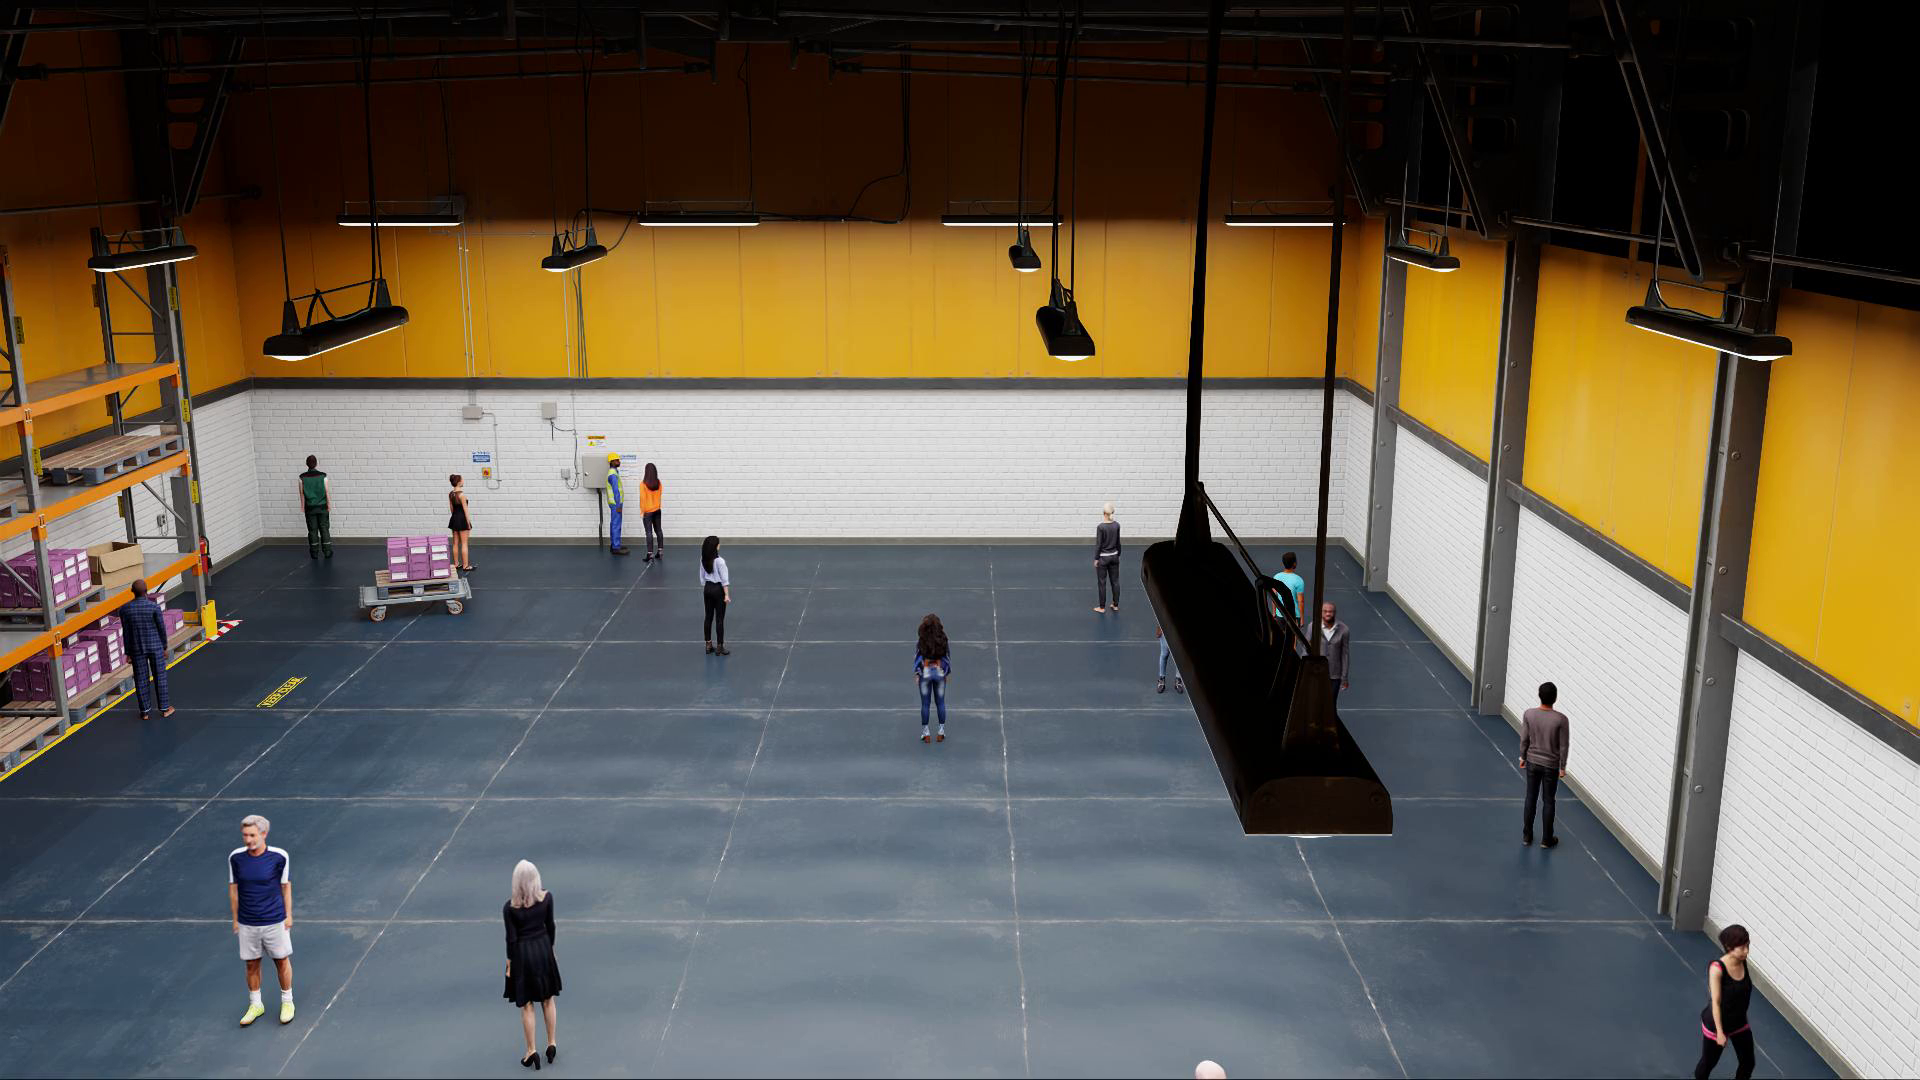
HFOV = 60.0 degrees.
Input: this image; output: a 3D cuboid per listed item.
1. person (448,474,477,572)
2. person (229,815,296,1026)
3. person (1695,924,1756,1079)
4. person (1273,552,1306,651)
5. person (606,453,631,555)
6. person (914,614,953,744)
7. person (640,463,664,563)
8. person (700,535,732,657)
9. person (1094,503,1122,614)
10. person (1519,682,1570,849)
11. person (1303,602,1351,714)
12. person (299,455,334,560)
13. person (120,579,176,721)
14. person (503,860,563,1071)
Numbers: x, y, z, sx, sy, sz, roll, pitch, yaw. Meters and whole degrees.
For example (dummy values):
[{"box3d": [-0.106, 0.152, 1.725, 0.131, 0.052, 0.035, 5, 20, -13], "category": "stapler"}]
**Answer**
[{"box3d": [-8.555, -0.309, 28.435, 0.678, 1.673, 0.719, 9, 16, 34], "category": "person"}, {"box3d": [-5.809, 3.136, 13.856, 0.656, 1.838, 0.578, -1, 14, -6], "category": "person"}, {"box3d": [5.720, 3.604, 12.561, 0.710, 1.538, 0.818, -6, 15, -24], "category": "person"}, {"box3d": [4.468, 1.033, 22.673, 0.691, 1.776, 0.720, 10, 17, 36], "category": "person"}, {"box3d": [-6.131, -0.668, 29.617, 0.783, 1.813, 0.609, -3, 14, -14], "category": "person"}, {"box3d": [-0.341, 1.675, 20.358, 0.641, 1.618, 0.581, -2, 14, -7], "category": "person"}, {"box3d": [-5.382, -0.498, 29.055, 0.771, 1.748, 0.690, 11, 17, 37], "category": "person"}, {"box3d": [-3.513, 0.781, 23.782, 0.739, 1.744, 0.751, 9, 16, 33], "category": "person"}, {"box3d": [2.304, 0.261, 25.969, 0.687, 1.726, 0.666, -6, 15, -25], "category": "person"}, {"box3d": [6.065, 2.331, 17.330, 0.713, 1.768, 0.721, 6, 15, 23], "category": "person"}, {"box3d": [4.432, 1.619, 20.165, 0.770, 1.818, 0.675, 3, 14, 13], "category": "person"}, {"box3d": [-11.331, -0.596, 29.259, 0.721, 1.842, 0.704, -5, 14, -19], "category": "person"}, {"box3d": [-10.352, 1.377, 21.164, 0.744, 1.818, 0.720, -5, 15, -21], "category": "person"}, {"box3d": [-3.393, 3.347, 13.179, 0.698, 1.747, 0.738, -10, 17, -35], "category": "person"}]
